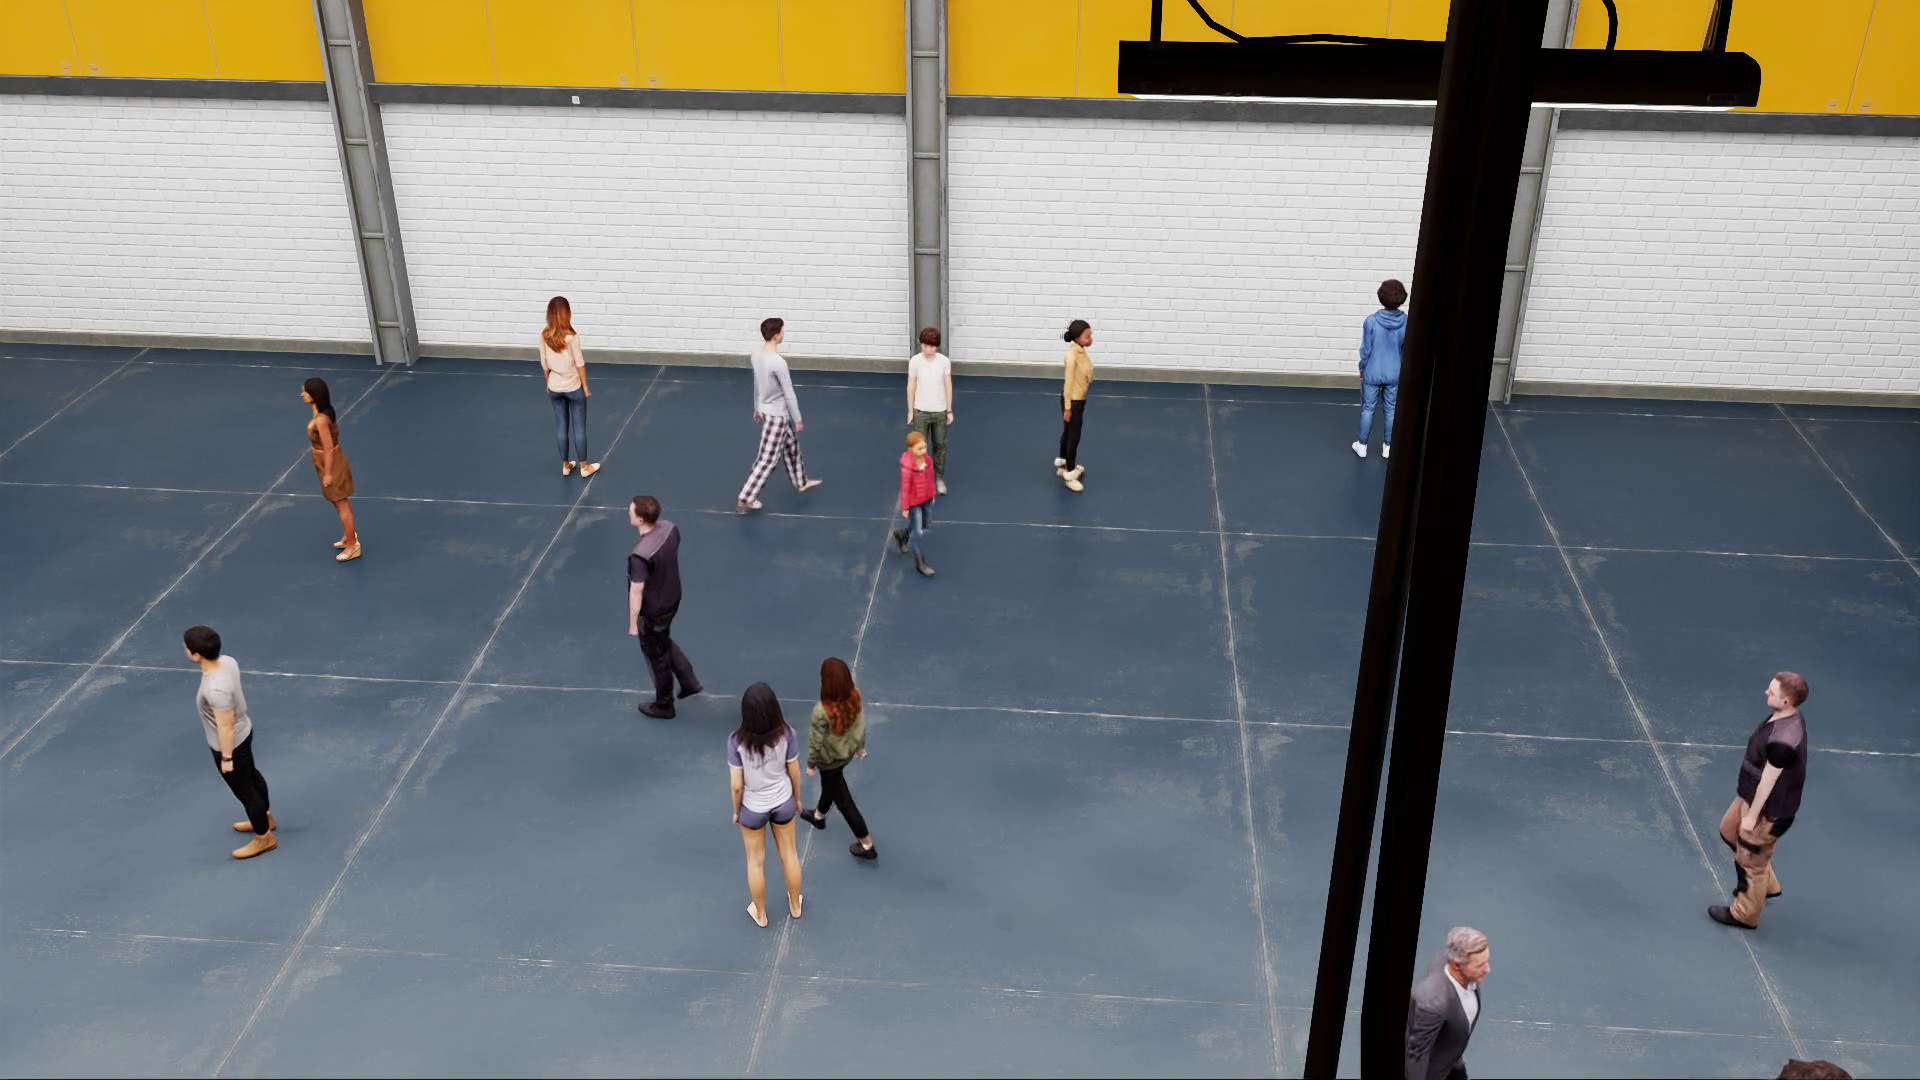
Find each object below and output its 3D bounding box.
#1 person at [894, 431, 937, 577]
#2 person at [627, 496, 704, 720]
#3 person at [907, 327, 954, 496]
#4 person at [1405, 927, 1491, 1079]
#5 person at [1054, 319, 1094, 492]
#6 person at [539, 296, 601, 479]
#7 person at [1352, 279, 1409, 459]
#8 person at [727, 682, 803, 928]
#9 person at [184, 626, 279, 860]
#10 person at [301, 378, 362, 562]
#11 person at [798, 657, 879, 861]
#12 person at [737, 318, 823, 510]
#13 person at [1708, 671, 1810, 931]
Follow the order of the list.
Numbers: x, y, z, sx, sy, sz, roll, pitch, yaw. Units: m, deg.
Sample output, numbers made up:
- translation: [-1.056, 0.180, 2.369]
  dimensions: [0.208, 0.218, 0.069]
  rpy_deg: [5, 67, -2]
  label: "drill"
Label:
- translation: [-0.406, -0.349, 14.252]
  dimensions: [0.859, 1.307, 0.765]
  rpy_deg: [25, 37, 37]
  label: "person"
- translation: [-2.133, 0.504, 12.131]
  dimensions: [0.791, 1.840, 0.808]
  rpy_deg: [9, 30, 16]
  label: "person"
- translation: [-0.276, -1.206, 15.461]
  dimensions: [0.521, 1.653, 0.679]
  rpy_deg: [-2, 29, -5]
  label: "person"
- translation: [2.321, 2.598, 8.322]
  dimensions: [0.849, 1.812, 0.841]
  rpy_deg: [19, 34, 31]
  label: "person"
- translation: [1.055, -1.311, 15.650]
  dimensions: [0.740, 1.657, 0.767]
  rpy_deg: [6, 29, 11]
  label: "person"
- translation: [-3.731, -1.444, 15.757]
  dimensions: [0.516, 1.788, 0.685]
  rpy_deg: [7, 29, 13]
  label: "person"
- translation: [4.109, -1.663, 16.133]
  dimensions: [0.492, 1.812, 0.718]
  rpy_deg: [2, 29, 4]
  label: "person"
- translation: [-1.189, 1.620, 10.197]
  dimensions: [0.568, 1.733, 0.712]
  rpy_deg: [-9, 30, -16]
  label: "person"
- translation: [-4.733, 1.288, 10.824]
  dimensions: [0.640, 1.716, 0.667]
  rpy_deg: [-7, 29, -13]
  label: "person"
- translation: [-5.422, -0.623, 14.354]
  dimensions: [0.642, 1.690, 0.639]
  rpy_deg: [-10, 30, -18]
  label: "person"
- translation: [-0.758, 1.444, 10.824]
  dimensions: [1.069, 1.441, 0.914]
  rpy_deg: [21, 35, 33]
  label: "person"
- translation: [-1.757, -1.101, 15.116]
  dimensions: [1.230, 1.798, 1.134]
  rpy_deg: [-20, 34, -32]
  label: "person"
- translation: [5.002, 1.622, 10.097]
  dimensions: [0.793, 1.824, 0.778]
  rpy_deg: [13, 31, 23]
  label: "person"
